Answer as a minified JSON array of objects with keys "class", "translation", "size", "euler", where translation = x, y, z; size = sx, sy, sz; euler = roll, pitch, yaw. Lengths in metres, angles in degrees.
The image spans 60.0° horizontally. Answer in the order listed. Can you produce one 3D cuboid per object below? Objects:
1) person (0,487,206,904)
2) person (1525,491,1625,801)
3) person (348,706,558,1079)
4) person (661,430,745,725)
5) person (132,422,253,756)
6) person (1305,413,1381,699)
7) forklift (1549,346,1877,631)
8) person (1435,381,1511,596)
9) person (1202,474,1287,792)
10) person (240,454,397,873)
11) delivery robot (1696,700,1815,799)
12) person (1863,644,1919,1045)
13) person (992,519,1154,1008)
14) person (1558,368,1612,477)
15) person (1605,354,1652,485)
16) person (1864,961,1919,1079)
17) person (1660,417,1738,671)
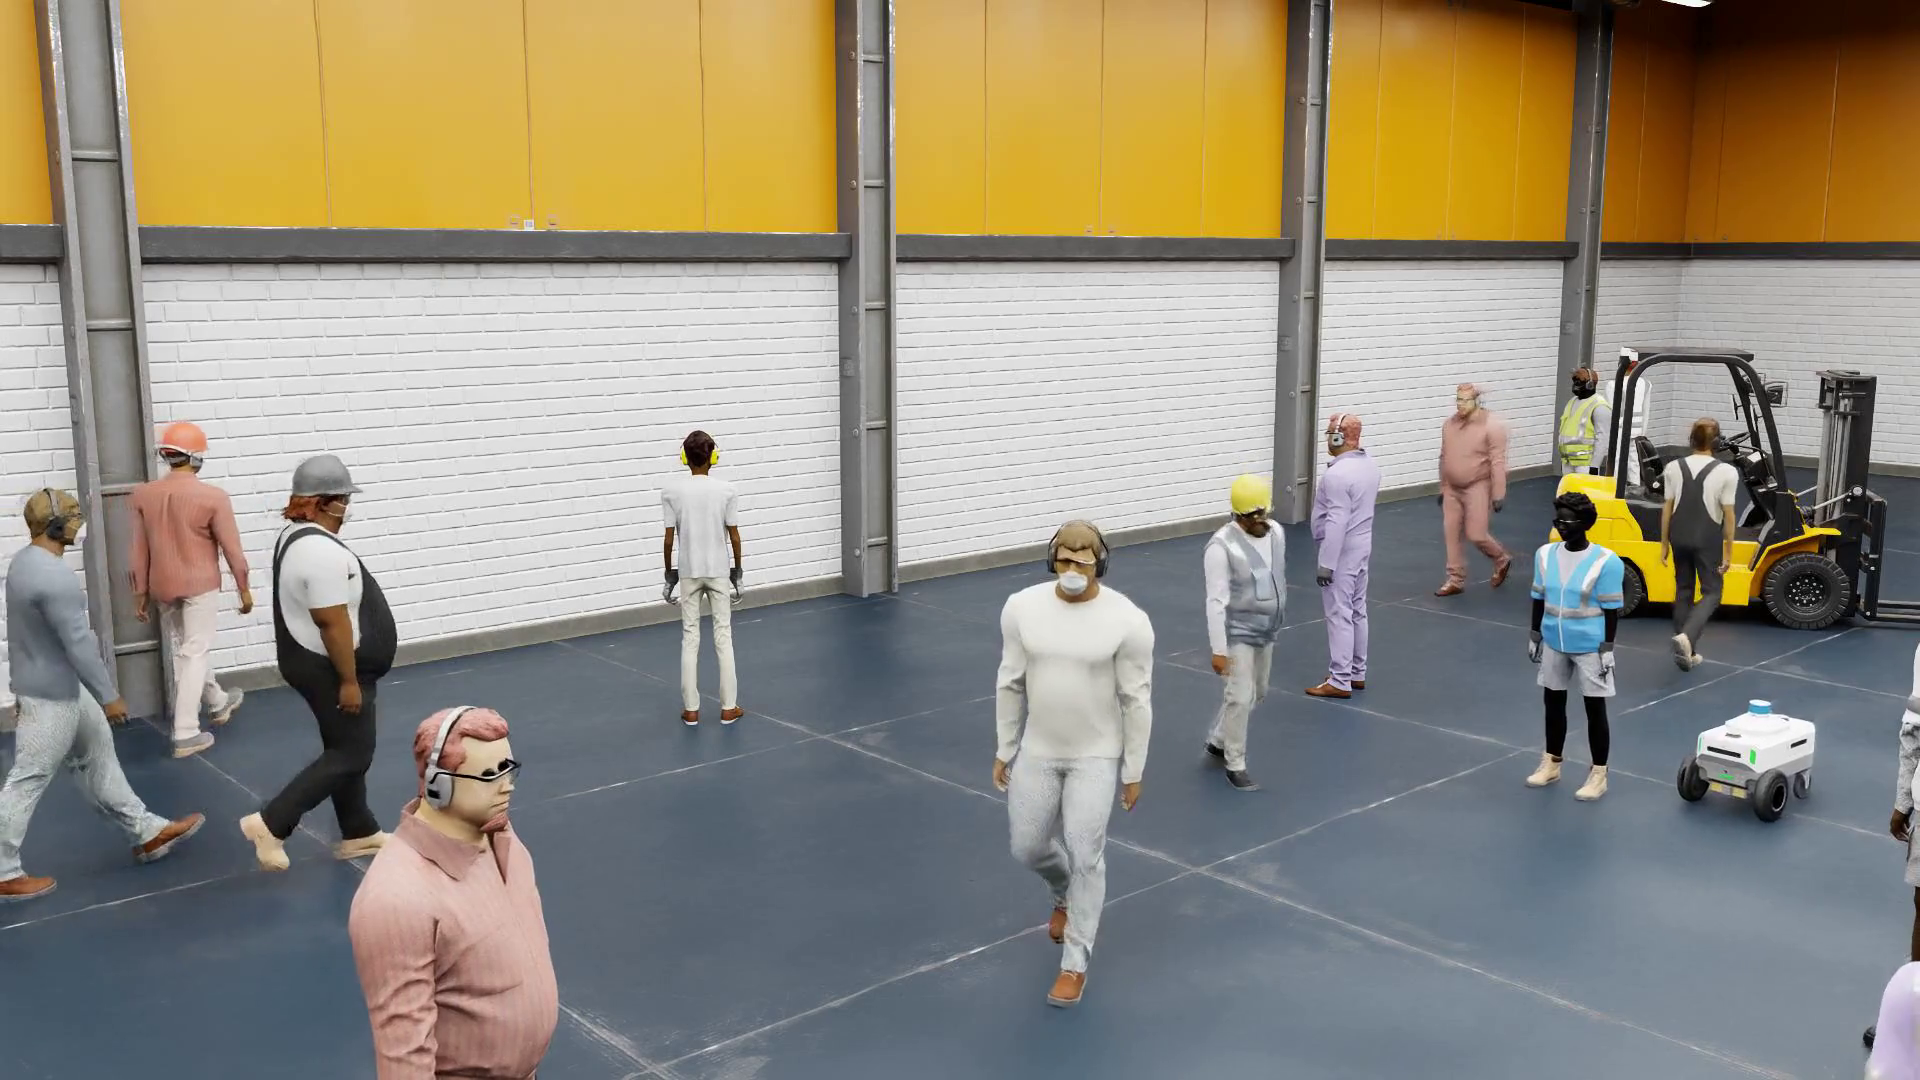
[{"class":"person","translation":[-4.106,0.694,7.722],"size":[1.023,1.881,0.640],"euler":[-7,12,-35]},{"class":"person","translation":[3.344,0.568,9.055],"size":[0.328,1.687,0.538],"euler":[-7,12,-36]},{"class":"person","translation":[-1.160,1.324,3.989],"size":[0.402,1.904,0.652],"euler":[1,10,6]},{"class":"person","translation":[-1.614,0.239,10.463],"size":[0.517,1.865,0.328],"euler":[-1,10,-4]},{"class":"person","translation":[-4.584,0.257,10.096],"size":[0.639,1.946,0.957],"euler":[2,10,11]},{"class":"person","translation":[2.544,0.102,11.136],"size":[0.403,1.906,0.651],"euler":[7,12,34]},{"class":"forklift","translation":[6.109,-0.478,13.691],"size":[2.313,2.155,1.214],"euler":[3,10,16]},{"class":"person","translation":[4.462,-0.445,14.417],"size":[0.643,1.884,0.661],"euler":[-6,12,-33]},{"class":"person","translation":[1.528,0.493,9.221],"size":[0.655,1.786,0.626],"euler":[-9,13,-43]},{"class":"person","translation":[-3.044,0.587,7.903],"size":[0.712,2.000,0.695],"euler":[-6,11,-30]},{"class":"delivery robot","translation":[4.282,1.105,8.939],"size":[0.707,0.478,0.477],"euler":[-8,12,-37]},{"class":"person","translation":[3.595,0.974,5.957],"size":[0.365,1.929,0.553],"euler":[-5,11,-25]},{"class":"person","translation":[0.462,0.855,6.664],"size":[0.647,1.926,0.620],"euler":[4,10,22]},{"class":"person","translation":[6.147,-0.779,16.486],"size":[0.429,1.844,0.627],"euler":[-2,10,-12]},{"class":"person","translation":[7.461,-1.177,18.693],"size":[0.576,1.883,0.354],"euler":[-3,10,-17]},{"class":"person","translation":[2.069,1.460,3.276],"size":[0.954,1.884,0.596],"euler":[-8,13,-40]},{"class":"person","translation":[5.161,0.049,11.697],"size":[0.509,1.831,0.637],"euler":[9,14,44]}]
